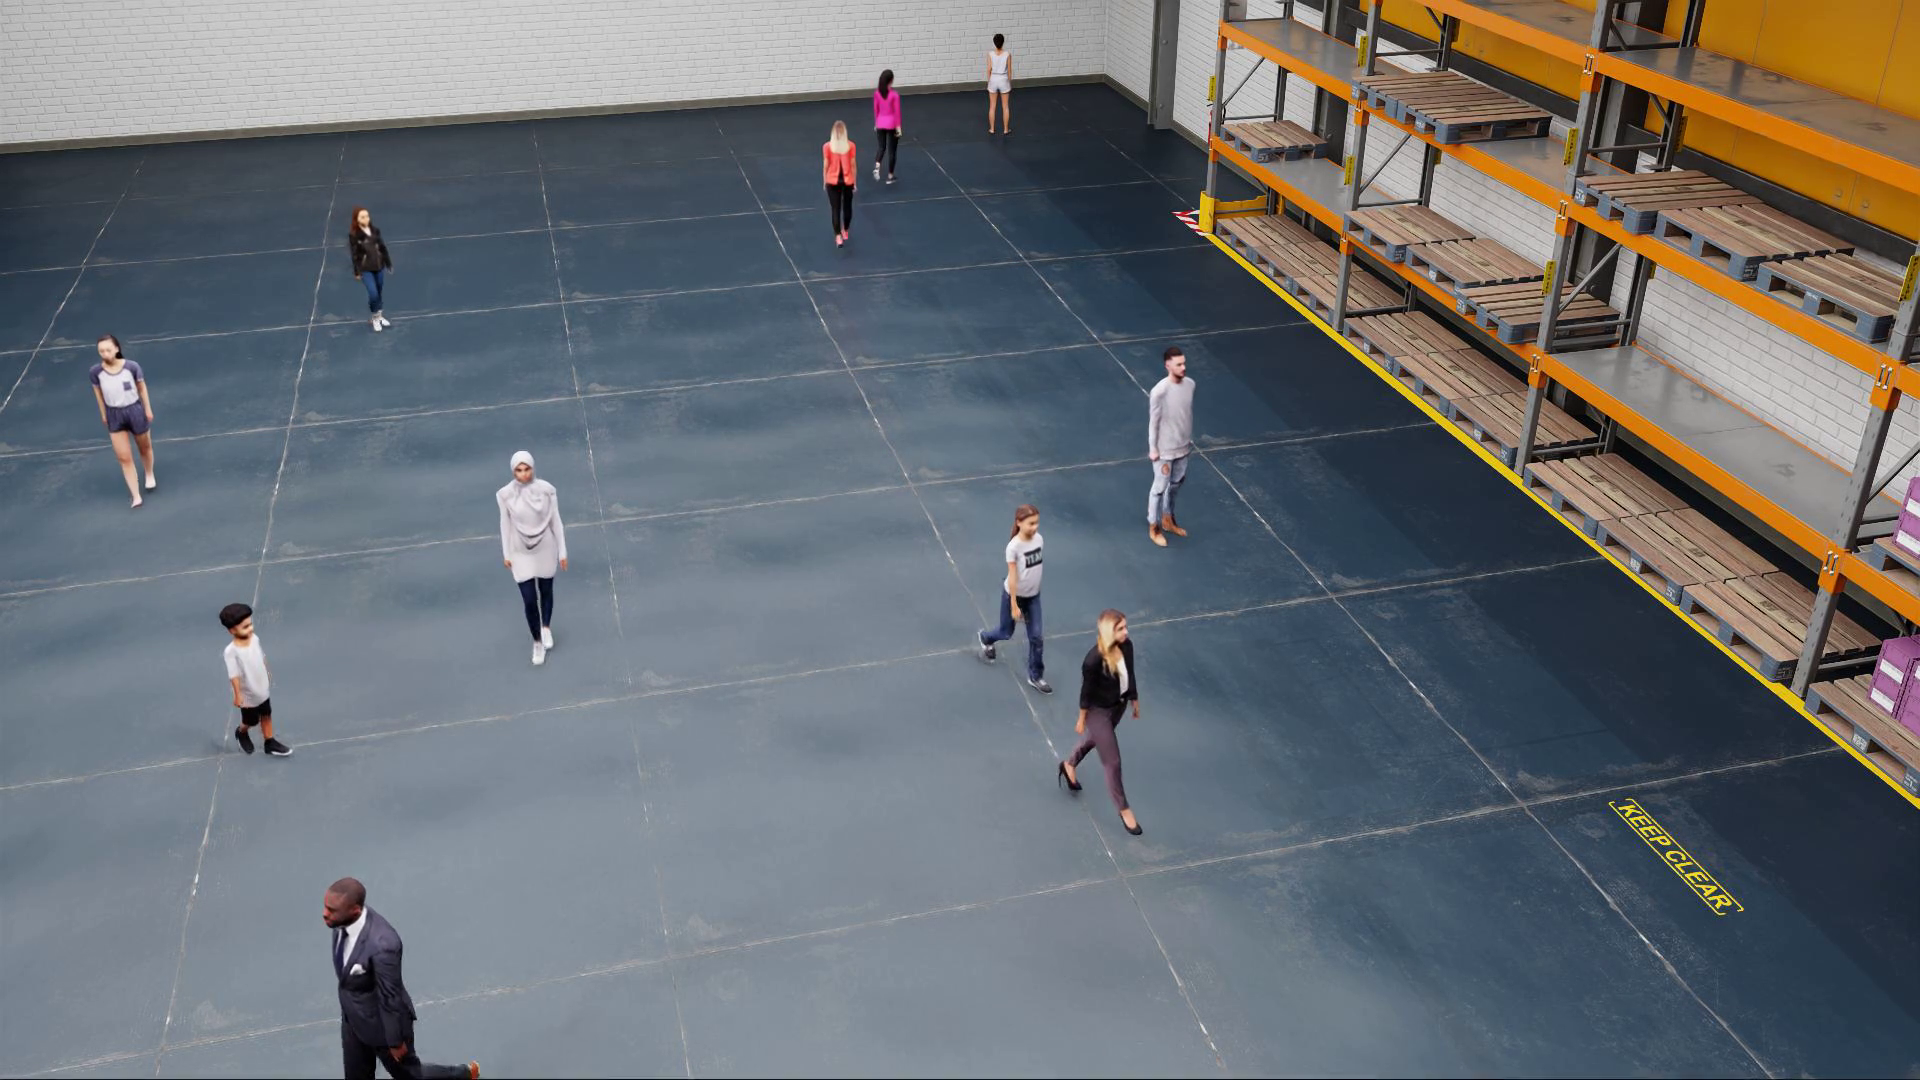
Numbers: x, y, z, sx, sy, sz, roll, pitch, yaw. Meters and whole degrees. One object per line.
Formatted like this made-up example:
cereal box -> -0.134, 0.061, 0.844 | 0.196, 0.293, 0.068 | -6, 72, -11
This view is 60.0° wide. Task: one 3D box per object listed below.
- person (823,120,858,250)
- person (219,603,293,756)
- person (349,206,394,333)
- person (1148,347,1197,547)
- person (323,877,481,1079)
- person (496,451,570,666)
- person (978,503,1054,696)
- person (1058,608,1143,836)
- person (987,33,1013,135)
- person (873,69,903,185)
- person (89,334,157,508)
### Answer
person -> -1.580, -4.669, 22.008 | 0.712, 1.660, 1.151 | -3, 29, -6
person -> -5.166, 1.018, 12.009 | 0.736, 1.252, 0.690 | 11, 30, 19
person -> -6.956, -3.217, 19.543 | 0.734, 1.473, 0.686 | 20, 35, 32
person -> 1.869, -0.868, 14.855 | 0.758, 1.838, 0.722 | -19, 34, -31
person -> -2.989, 2.490, 8.744 | 1.156, 1.795, 1.118 | 24, 37, 37
person -> -3.388, 0.065, 13.225 | 0.635, 1.761, 0.762 | -8, 30, -14
person -> 0.426, 0.403, 12.836 | 0.761, 1.539, 1.080 | -19, 34, -31
person -> 0.919, 1.170, 11.347 | 1.138, 1.619, 0.963 | 24, 37, 37
person -> 0.642, -7.460, 27.185 | 0.644, 1.604, 0.664 | 3, 29, 6
person -> -1.115, -6.070, 24.551 | 0.815, 1.685, 0.889 | 12, 31, 22
person -> -7.809, -1.157, 15.625 | 0.667, 1.608, 1.016 | -11, 30, -19
